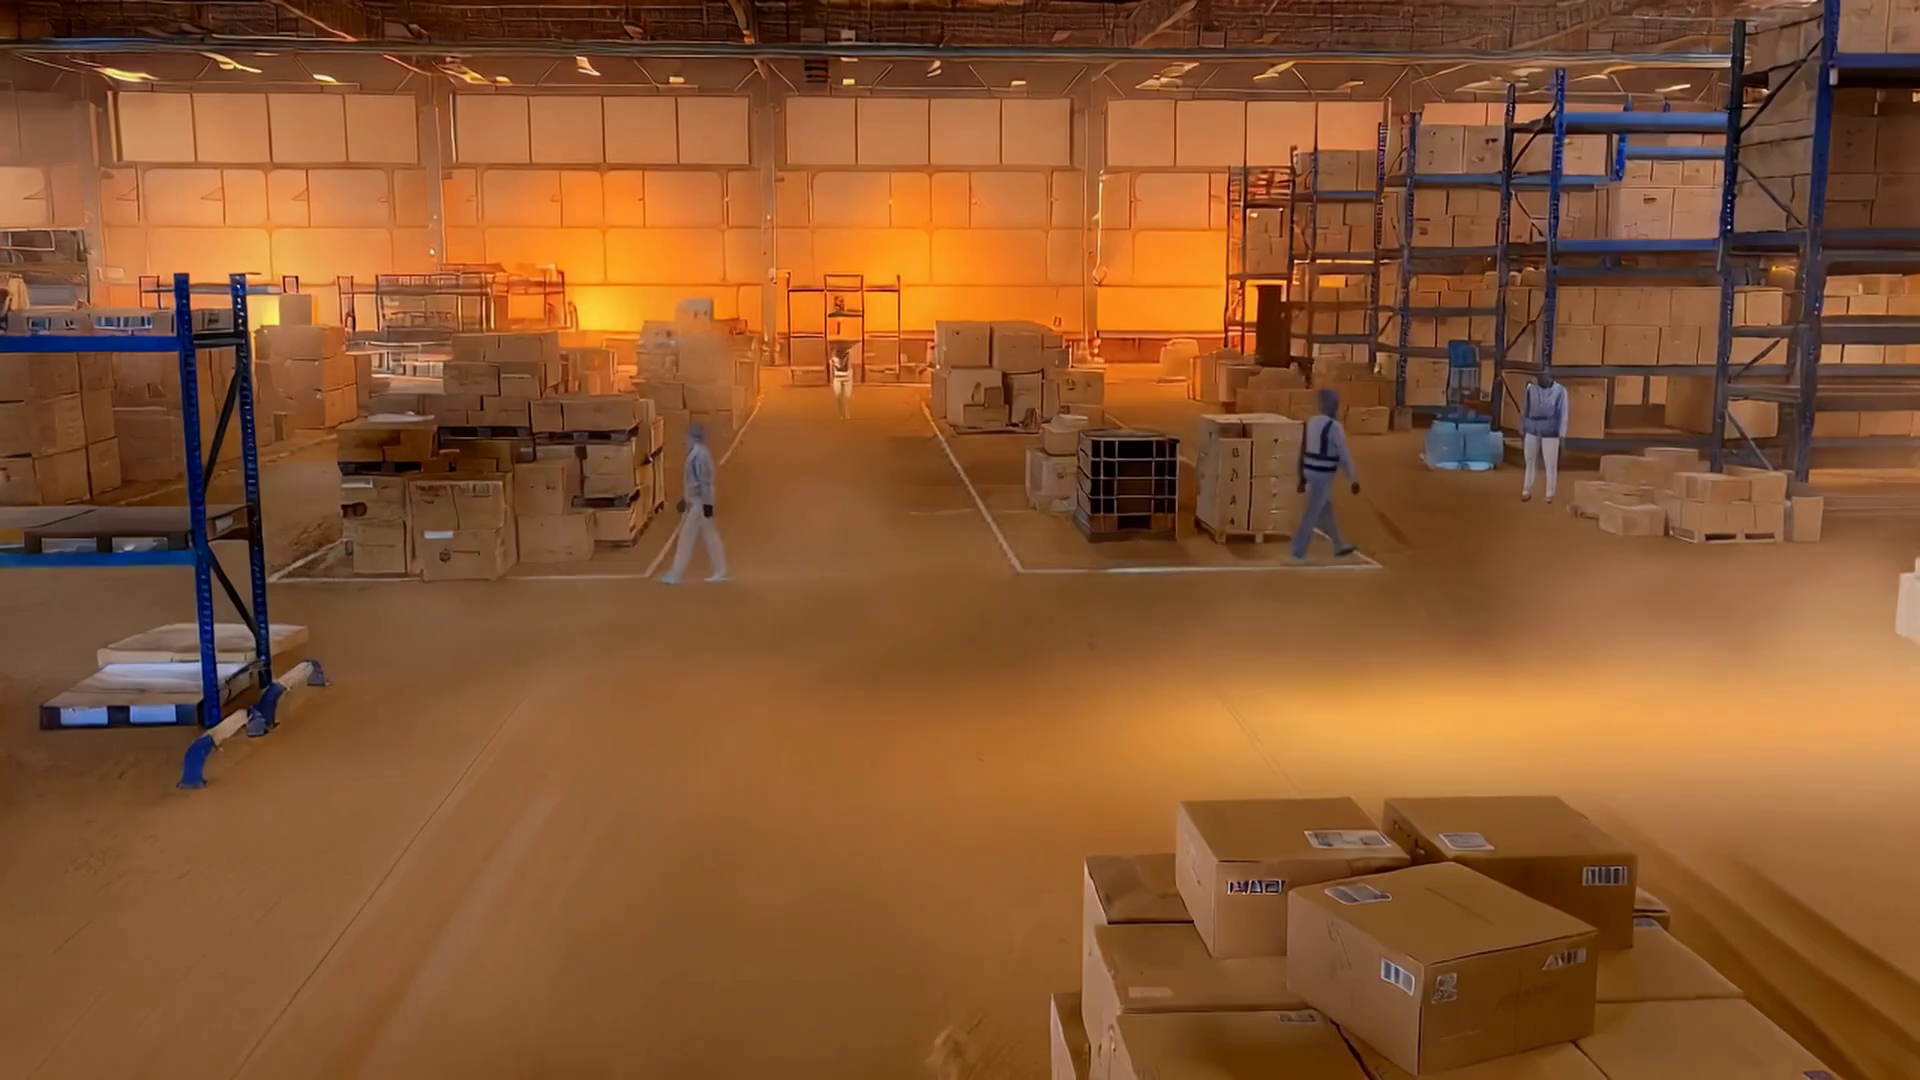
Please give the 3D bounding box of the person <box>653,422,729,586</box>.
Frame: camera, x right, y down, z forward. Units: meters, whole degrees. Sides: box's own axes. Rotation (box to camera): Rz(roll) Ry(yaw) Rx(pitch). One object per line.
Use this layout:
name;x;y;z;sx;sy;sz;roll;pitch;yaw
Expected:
person;-2.638;-0.349;16.203;0.819;1.599;0.533;-3;10;-20

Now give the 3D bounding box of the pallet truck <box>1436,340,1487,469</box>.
pallet truck;8.004;-2.170;26.422;0.823;1.965;1.885;2;9;14

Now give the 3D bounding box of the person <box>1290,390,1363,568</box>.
person;3.831;-0.636;17.296;0.998;1.823;0.579;-4;10;-23

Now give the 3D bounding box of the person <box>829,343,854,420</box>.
person;-2.460;-3.308;34.733;0.540;1.614;0.628;-2;9;-12

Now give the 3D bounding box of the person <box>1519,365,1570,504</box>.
person;7.736;-1.402;22.090;0.626;1.844;0.429;5;10;30

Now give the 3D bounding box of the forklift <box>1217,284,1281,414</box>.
forklift;6.547;-4.074;35.610;1.873;2.768;1.129;-1;9;-4
